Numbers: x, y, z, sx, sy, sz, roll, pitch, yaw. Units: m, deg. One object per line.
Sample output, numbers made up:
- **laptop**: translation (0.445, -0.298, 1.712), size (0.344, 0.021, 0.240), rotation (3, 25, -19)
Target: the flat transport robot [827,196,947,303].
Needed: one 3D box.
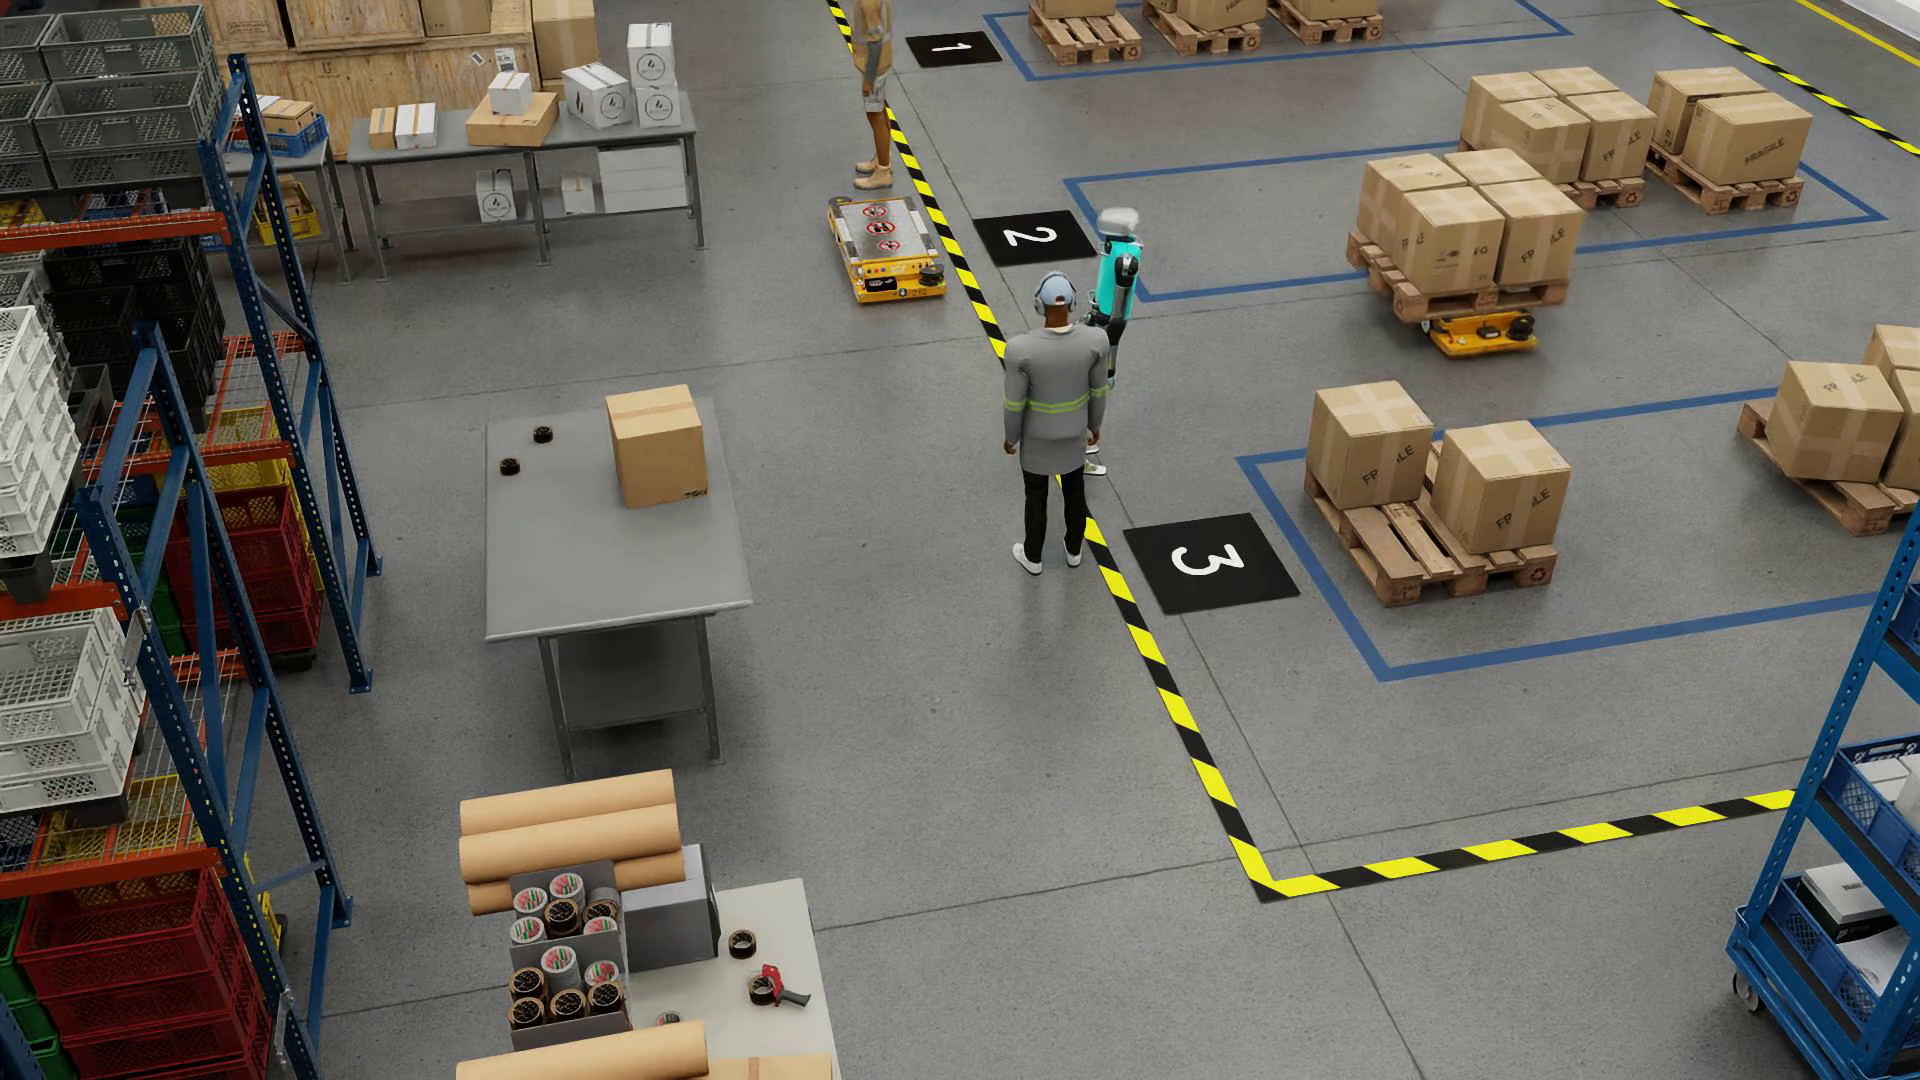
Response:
- **flat transport robot**: translation (-0.570, -2.220, 12.538), size (0.659, 0.231, 1.431), rotation (-8, 37, -10)

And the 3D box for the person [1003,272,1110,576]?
- **person**: translation (0.504, -0.626, 9.071), size (0.587, 1.851, 0.387), rotation (-9, 38, -11)

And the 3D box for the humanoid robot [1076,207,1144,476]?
- **humanoid robot**: translation (0.669, -1.157, 9.766), size (0.735, 1.677, 0.533), rotation (-1, 37, -2)

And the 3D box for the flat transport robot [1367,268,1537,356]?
- **flat transport robot**: translation (3.498, -1.780, 11.922), size (0.652, 0.197, 1.431), rotation (-8, 37, -10)

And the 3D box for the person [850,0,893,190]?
- **person**: translation (-0.725, -3.776, 13.145), size (0.389, 2.039, 0.613), rotation (1, 37, 2)
